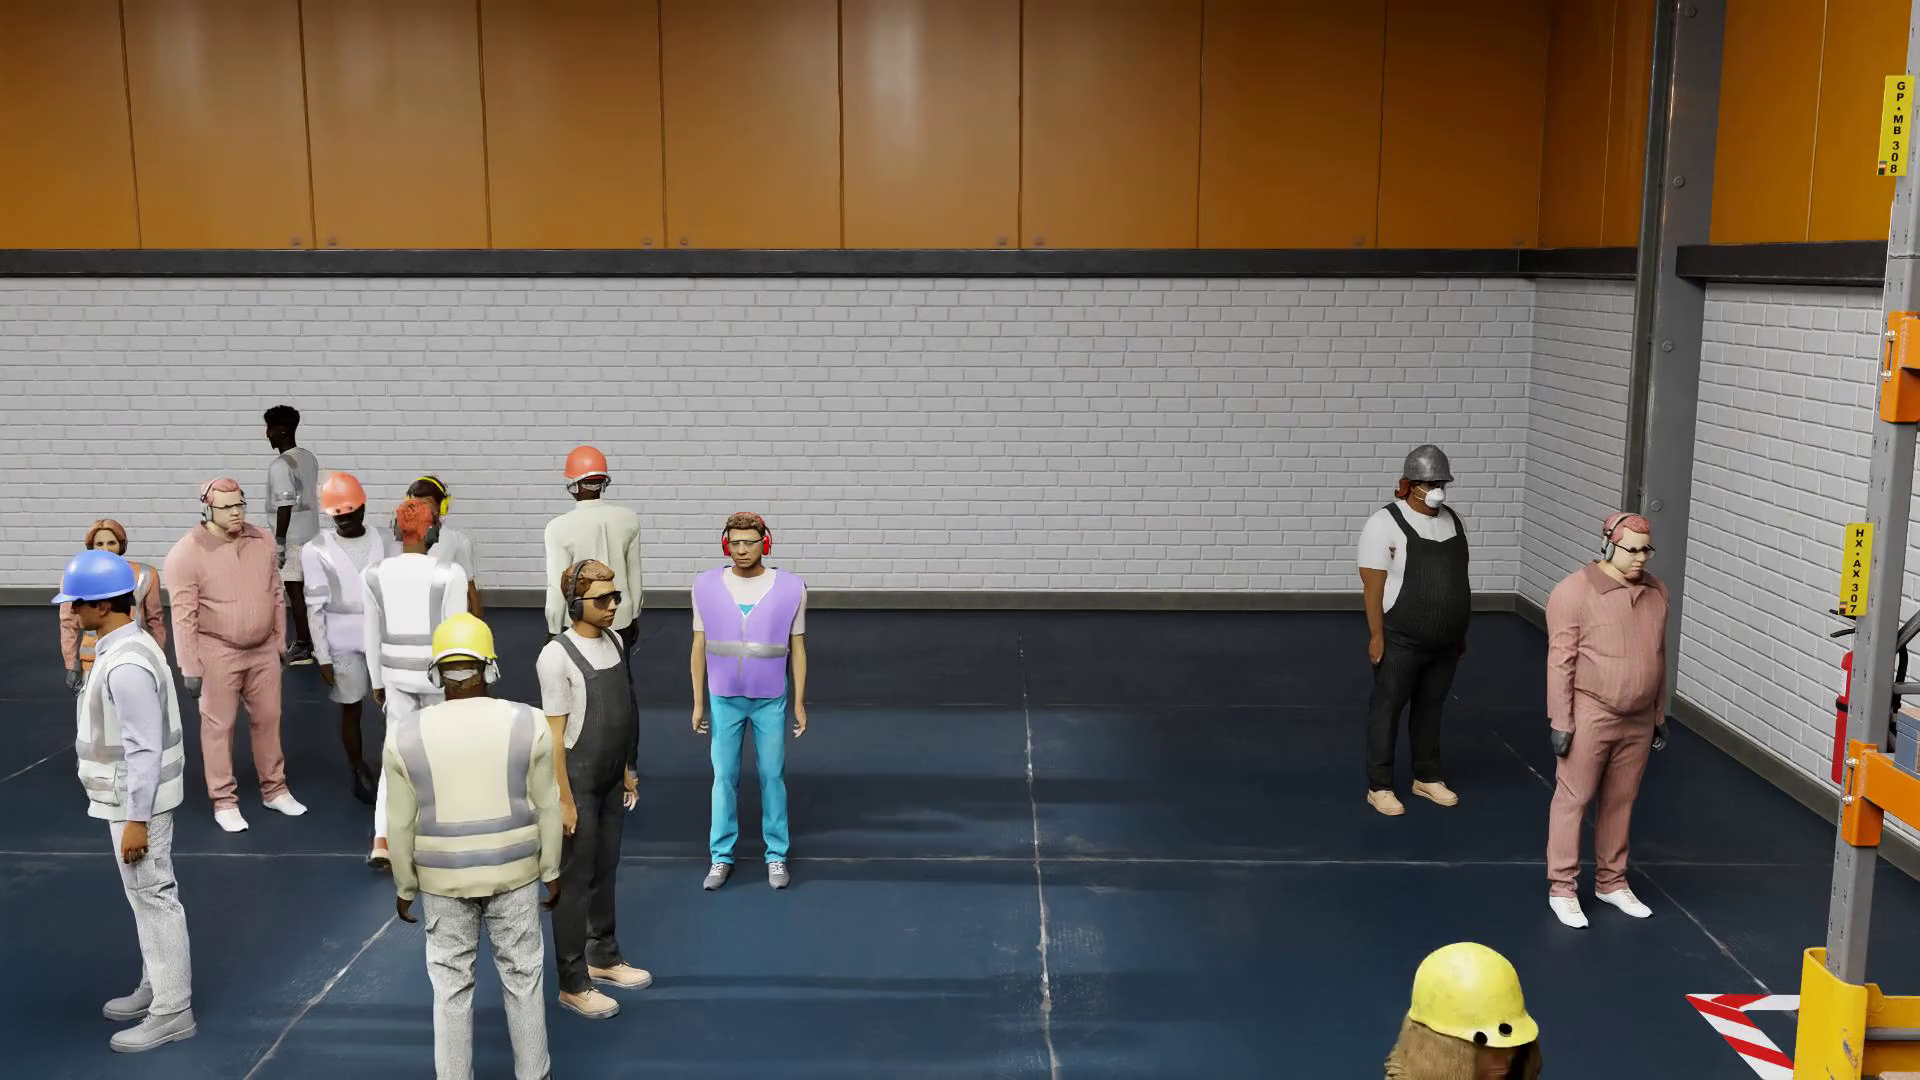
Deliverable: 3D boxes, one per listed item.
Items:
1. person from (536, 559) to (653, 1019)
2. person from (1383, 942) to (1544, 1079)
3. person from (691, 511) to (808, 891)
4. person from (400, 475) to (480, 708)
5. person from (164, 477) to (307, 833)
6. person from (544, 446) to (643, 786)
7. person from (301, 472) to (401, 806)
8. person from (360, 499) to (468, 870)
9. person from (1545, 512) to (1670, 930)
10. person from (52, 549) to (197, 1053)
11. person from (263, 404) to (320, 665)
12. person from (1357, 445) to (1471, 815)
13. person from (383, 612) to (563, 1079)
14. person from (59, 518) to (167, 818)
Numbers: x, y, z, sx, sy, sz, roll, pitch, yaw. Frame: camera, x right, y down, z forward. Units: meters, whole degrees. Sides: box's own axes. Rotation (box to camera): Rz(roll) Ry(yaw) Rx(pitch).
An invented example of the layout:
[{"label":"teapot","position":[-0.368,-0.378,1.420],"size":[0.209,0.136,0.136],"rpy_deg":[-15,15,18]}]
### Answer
[{"label":"person","position":[-1.483,0.987,6.746],"size":[0.346,1.846,0.506],"rpy_deg":[3,10,19]},{"label":"person","position":[0.953,1.622,3.256],"size":[0.493,1.746,0.314],"rpy_deg":[-2,10,-13]},{"label":"person","position":[-1.015,0.768,8.052],"size":[0.563,1.847,0.389],"rpy_deg":[0,9,-2]},{"label":"person","position":[-2.978,0.520,9.589],"size":[0.572,1.838,0.728],"rpy_deg":[3,10,17]},{"label":"person","position":[-3.855,0.604,8.885],"size":[0.398,1.905,0.662],"rpy_deg":[6,11,31]},{"label":"person","position":[-2.083,0.460,9.454],"size":[0.611,1.996,0.379],"rpy_deg":[-9,13,-43]},{"label":"person","position":[-3.204,0.581,9.024],"size":[0.568,1.896,0.858],"rpy_deg":[-8,12,-38]},{"label":"person","position":[-2.767,0.713,8.437],"size":[0.587,1.840,0.996],"rpy_deg":[1,10,4]},{"label":"person","position":[2.983,0.814,7.610],"size":[0.639,1.904,0.407],"rpy_deg":[-3,10,-19]},{"label":"person","position":[-3.206,0.991,6.421],"size":[0.405,1.943,0.613],"rpy_deg":[-5,11,-29]},{"label":"person","position":[-5.032,-0.041,12.539],"size":[0.367,1.966,0.605],"rpy_deg":[0,9,-2]},{"label":"person","position":[2.553,0.487,9.156],"size":[0.678,2.000,0.537],"rpy_deg":[-4,10,-25]},{"label":"person","position":[-1.681,1.155,5.808],"size":[0.586,1.822,0.403],"rpy_deg":[-3,10,-15]},{"label":"person","position":[-4.633,0.691,9.138],"size":[0.523,1.638,0.310],"rpy_deg":[-6,11,-33]}]
